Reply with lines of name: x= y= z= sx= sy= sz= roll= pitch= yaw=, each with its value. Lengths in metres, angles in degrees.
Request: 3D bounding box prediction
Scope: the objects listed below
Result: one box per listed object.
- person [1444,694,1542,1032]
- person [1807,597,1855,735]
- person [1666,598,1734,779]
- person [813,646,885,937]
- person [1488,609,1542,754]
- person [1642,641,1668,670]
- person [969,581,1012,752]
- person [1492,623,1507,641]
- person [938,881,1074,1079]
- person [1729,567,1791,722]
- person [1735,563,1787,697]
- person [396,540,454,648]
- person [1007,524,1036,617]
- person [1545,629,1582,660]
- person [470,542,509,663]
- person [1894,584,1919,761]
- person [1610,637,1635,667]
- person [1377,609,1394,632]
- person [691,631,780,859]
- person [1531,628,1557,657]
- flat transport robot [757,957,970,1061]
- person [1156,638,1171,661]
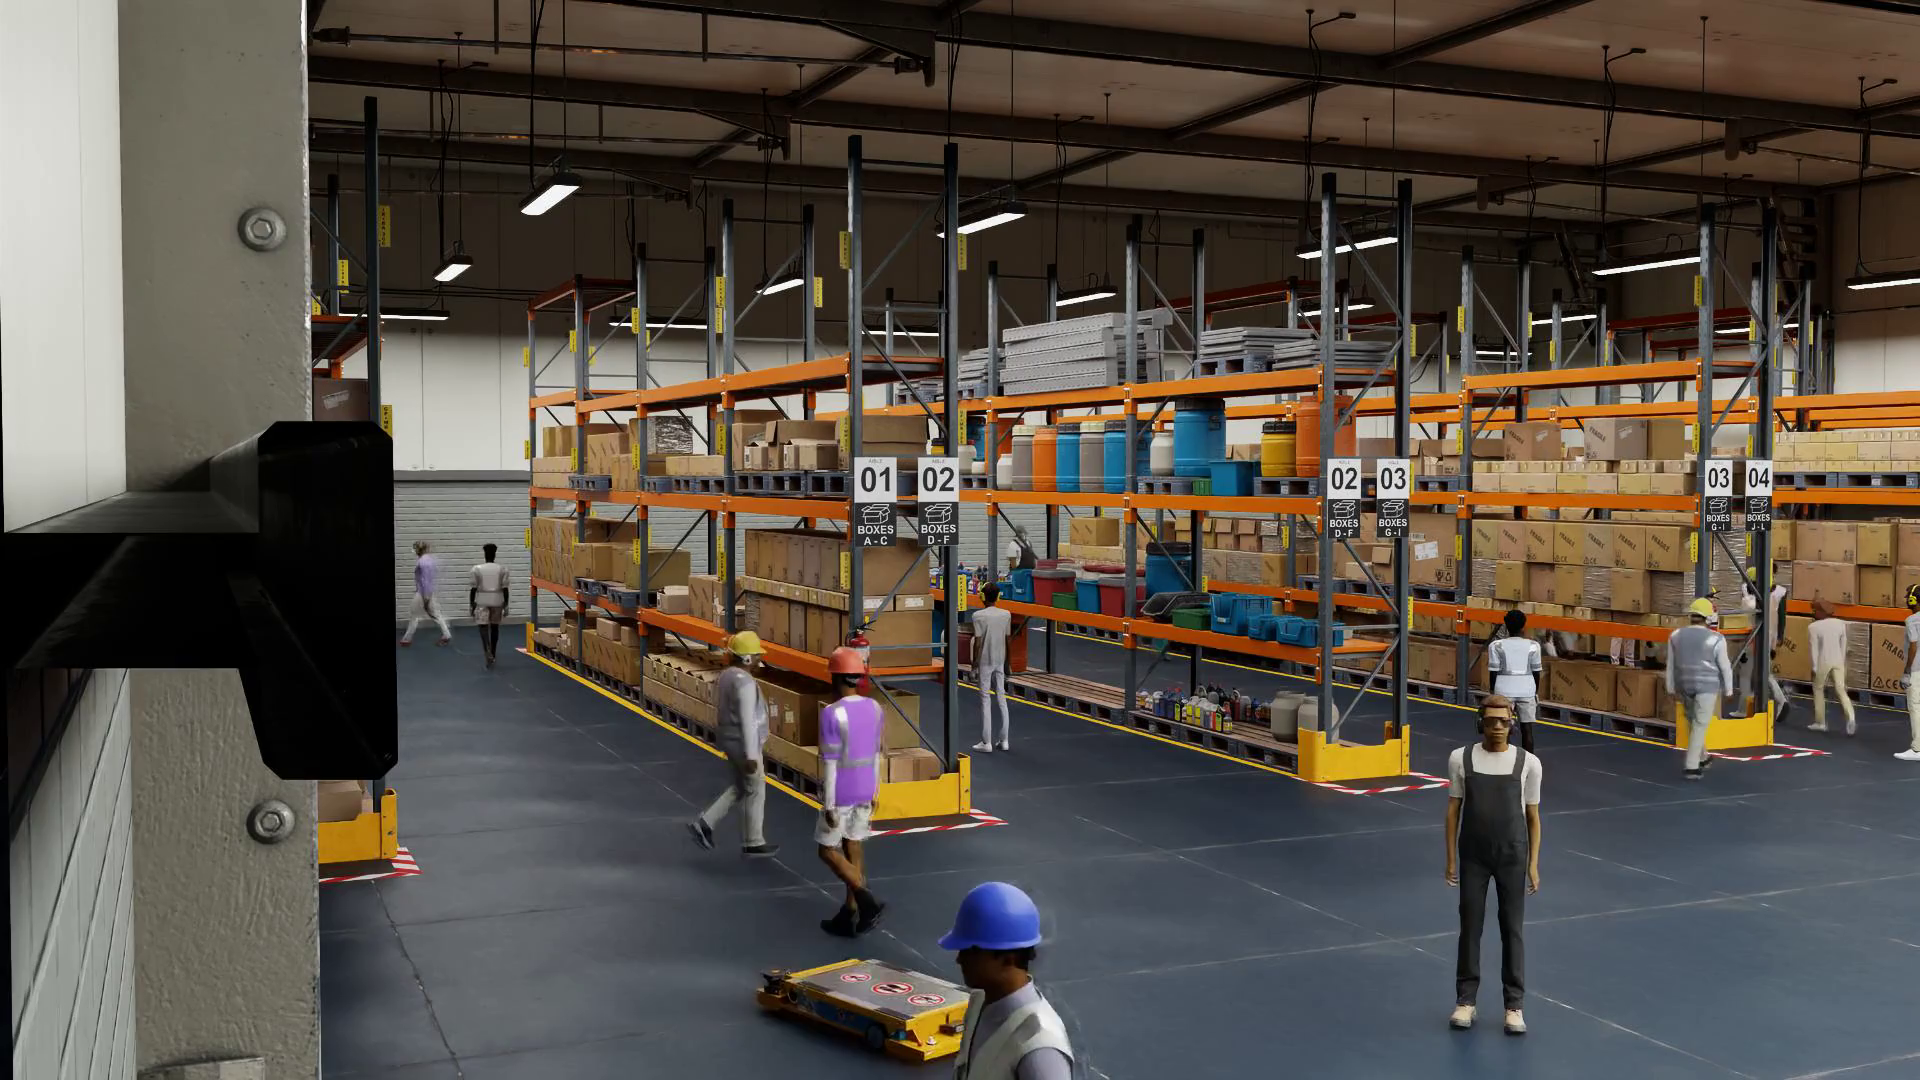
person: x=2.940 y=1.769 z=9.899 sx=0.511 sy=1.846 sz=0.338 roll=1 pitch=2 yaw=20
person: x=10.174 y=1.466 z=20.920 sx=0.523 sy=1.599 sz=0.738 roll=0 pitch=2 yaw=-5
person: x=7.507 y=1.483 z=18.072 sx=0.912 sy=1.786 sz=0.606 roll=-2 pitch=3 yaw=-40
person: x=-0.696 y=1.661 z=11.770 sx=0.569 sy=1.921 sz=0.550 roll=2 pitch=3 yaw=44
person: x=5.518 y=1.539 z=17.839 sx=0.536 sy=1.697 sz=0.318 roll=0 pitch=2 yaw=3
person: x=9.260 y=1.180 z=23.526 sx=0.626 sy=1.994 sz=1.050 roll=0 pitch=2 yaw=-8
person: x=0.334 y=1.384 z=19.668 sx=0.535 sy=1.868 sz=0.309 roll=-1 pitch=3 yaw=-30
person: x=8.108 y=1.084 z=26.458 sx=0.605 sy=1.948 sz=0.384 roll=2 pitch=3 yaw=37
person: x=0.153 y=1.929 z=5.222 sx=1.024 sy=1.899 sz=0.597 roll=0 pitch=2 yaw=-8
person: x=9.820 y=1.278 z=21.995 sx=0.595 sy=1.905 sz=0.801 roll=-1 pitch=2 yaw=-18
person: x=10.653 y=1.222 z=23.820 sx=0.629 sy=1.870 sz=0.810 roll=0 pitch=2 yaw=11
person: x=-9.316 y=0.933 z=31.208 sx=1.014 sy=1.894 sz=0.649 roll=0 pitch=2 yaw=-9
person: x=1.336 y=0.646 z=37.244 sx=0.561 sy=2.000 sz=0.845 roll=2 pitch=3 yaw=35
person: x=8.099 y=1.150 z=24.114 sx=0.607 sy=2.010 sz=0.882 roll=-1 pitch=2 yaw=-24
person: x=-7.518 y=1.006 z=28.656 sx=0.618 sy=1.937 sz=0.863 roll=-1 pitch=2 yaw=-20
person: x=10.197 y=1.405 z=19.106 sx=0.538 sy=1.869 sz=0.312 roll=-1 pitch=3 yaw=-34
person: x=9.884 y=1.056 z=26.565 sx=0.613 sy=1.997 sz=0.374 roll=-1 pitch=2 yaw=-22
person: x=6.787 y=1.192 z=28.019 sx=0.501 sy=1.607 sz=0.638 roll=0 pitch=2 yaw=-9
person: x=-1.764 y=1.621 z=14.188 sx=0.616 sy=1.811 sz=0.604 roll=-1 pitch=2 yaw=-26
person: x=8.713 y=1.130 z=26.854 sx=0.567 sy=1.832 sz=1.007 roll=-1 pitch=2 yaw=-27
flat transport robot: x=-0.437 y=2.564 z=9.931 sx=0.652 sy=0.197 sz=1.431 roll=-2 pitch=3 yaw=-43
person: x=3.315 y=1.087 z=28.926 sx=0.559 sy=1.750 sz=0.474 roll=-1 pitch=2 yaw=-24
